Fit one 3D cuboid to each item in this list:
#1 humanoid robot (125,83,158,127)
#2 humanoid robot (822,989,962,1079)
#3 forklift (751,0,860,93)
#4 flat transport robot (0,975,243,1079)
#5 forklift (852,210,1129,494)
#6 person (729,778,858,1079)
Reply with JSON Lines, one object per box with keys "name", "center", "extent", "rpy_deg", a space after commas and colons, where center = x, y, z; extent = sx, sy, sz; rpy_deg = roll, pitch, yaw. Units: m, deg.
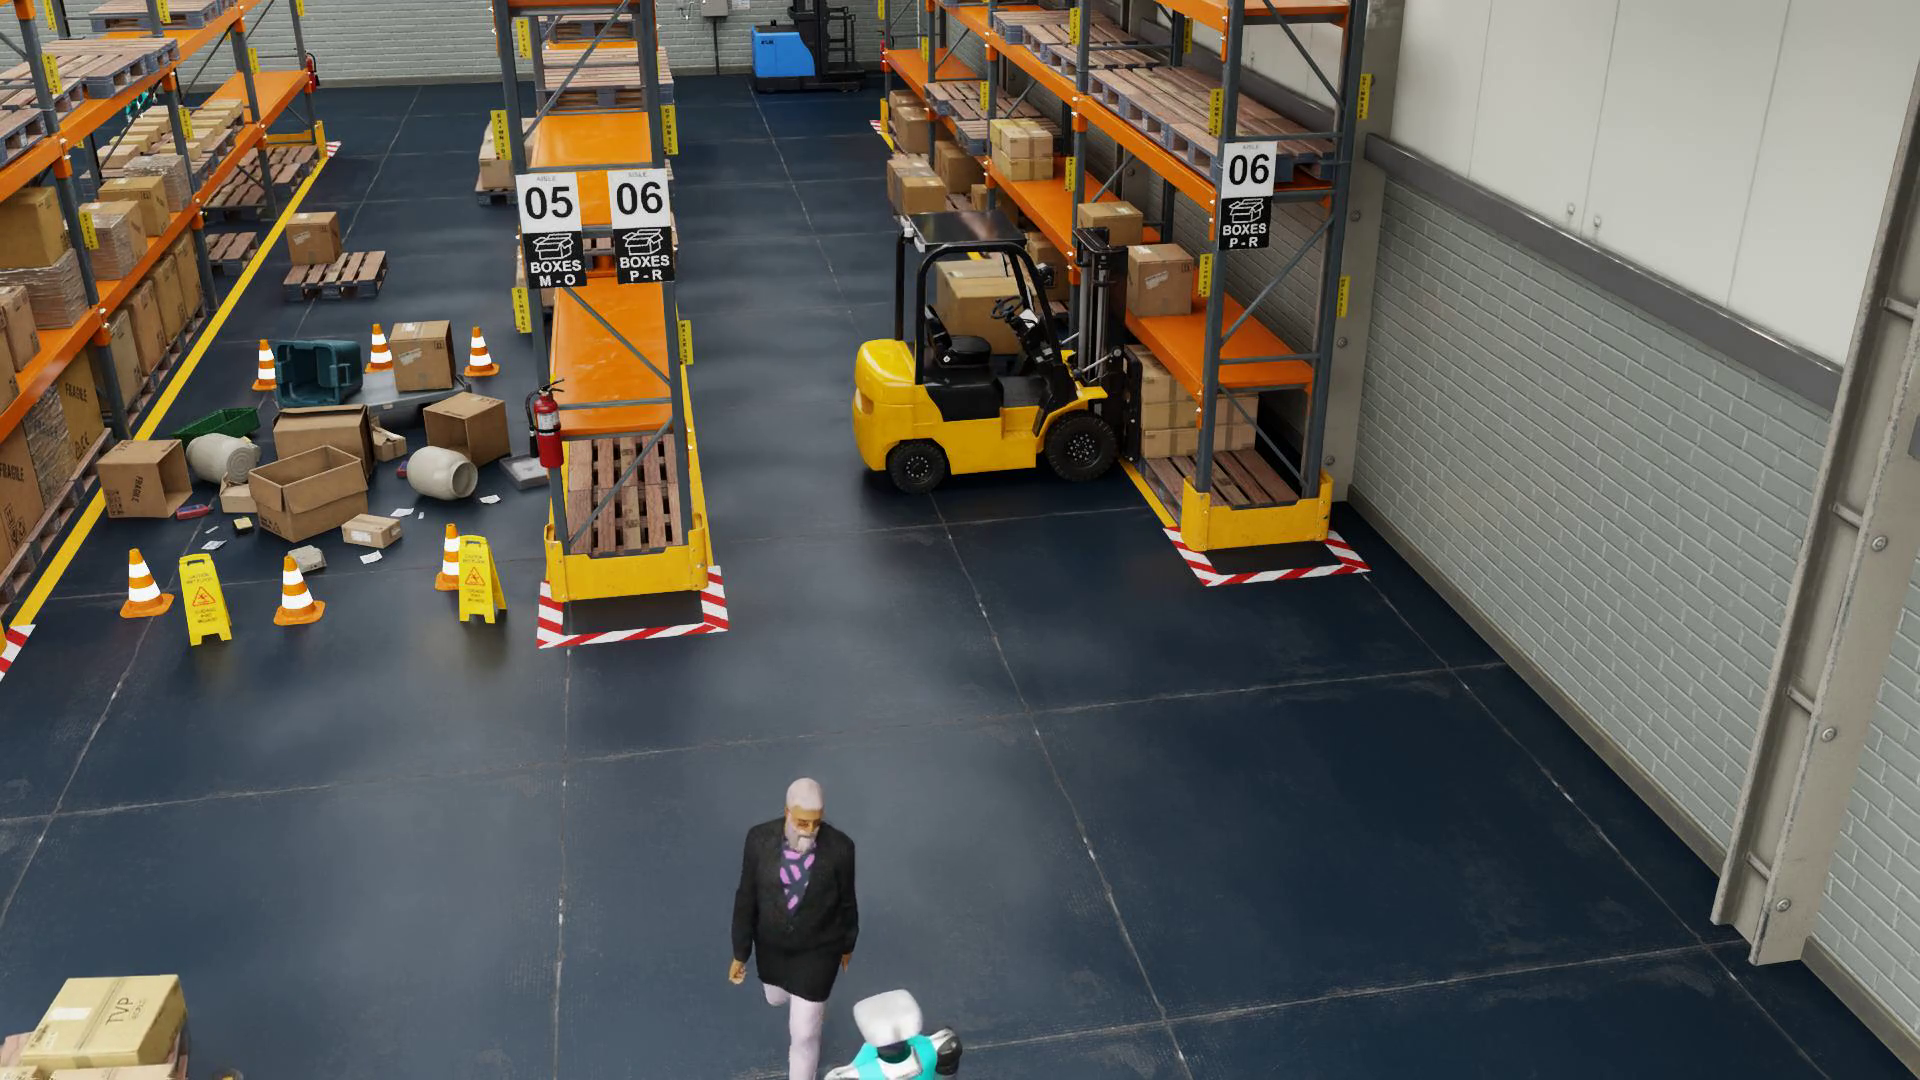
{"name": "humanoid robot", "center": [-12.787, -6.966, 25.785], "extent": [0.533, 1.677, 0.735], "rpy_deg": [-23, 34, -40]}
{"name": "humanoid robot", "center": [-0.330, 2.387, 6.441], "extent": [0.532, 1.786, 0.657], "rpy_deg": [-12, 28, -24]}
{"name": "forklift", "center": [-2.872, -9.679, 30.288], "extent": [1.873, 2.768, 1.129], "rpy_deg": [-5, 26, -10]}
{"name": "flat transport robot", "center": [-3.935, 2.771, 7.358], "extent": [1.431, 0.231, 0.659], "rpy_deg": [-8, 27, -16]}
{"name": "forklift", "center": [0.216, -1.659, 14.366], "extent": [2.313, 2.155, 1.214], "rpy_deg": [-5, 26, -10]}
{"name": "person", "center": [-0.727, 1.802, 7.591], "extent": [0.537, 1.818, 0.902], "rpy_deg": [5, 26, 11]}
